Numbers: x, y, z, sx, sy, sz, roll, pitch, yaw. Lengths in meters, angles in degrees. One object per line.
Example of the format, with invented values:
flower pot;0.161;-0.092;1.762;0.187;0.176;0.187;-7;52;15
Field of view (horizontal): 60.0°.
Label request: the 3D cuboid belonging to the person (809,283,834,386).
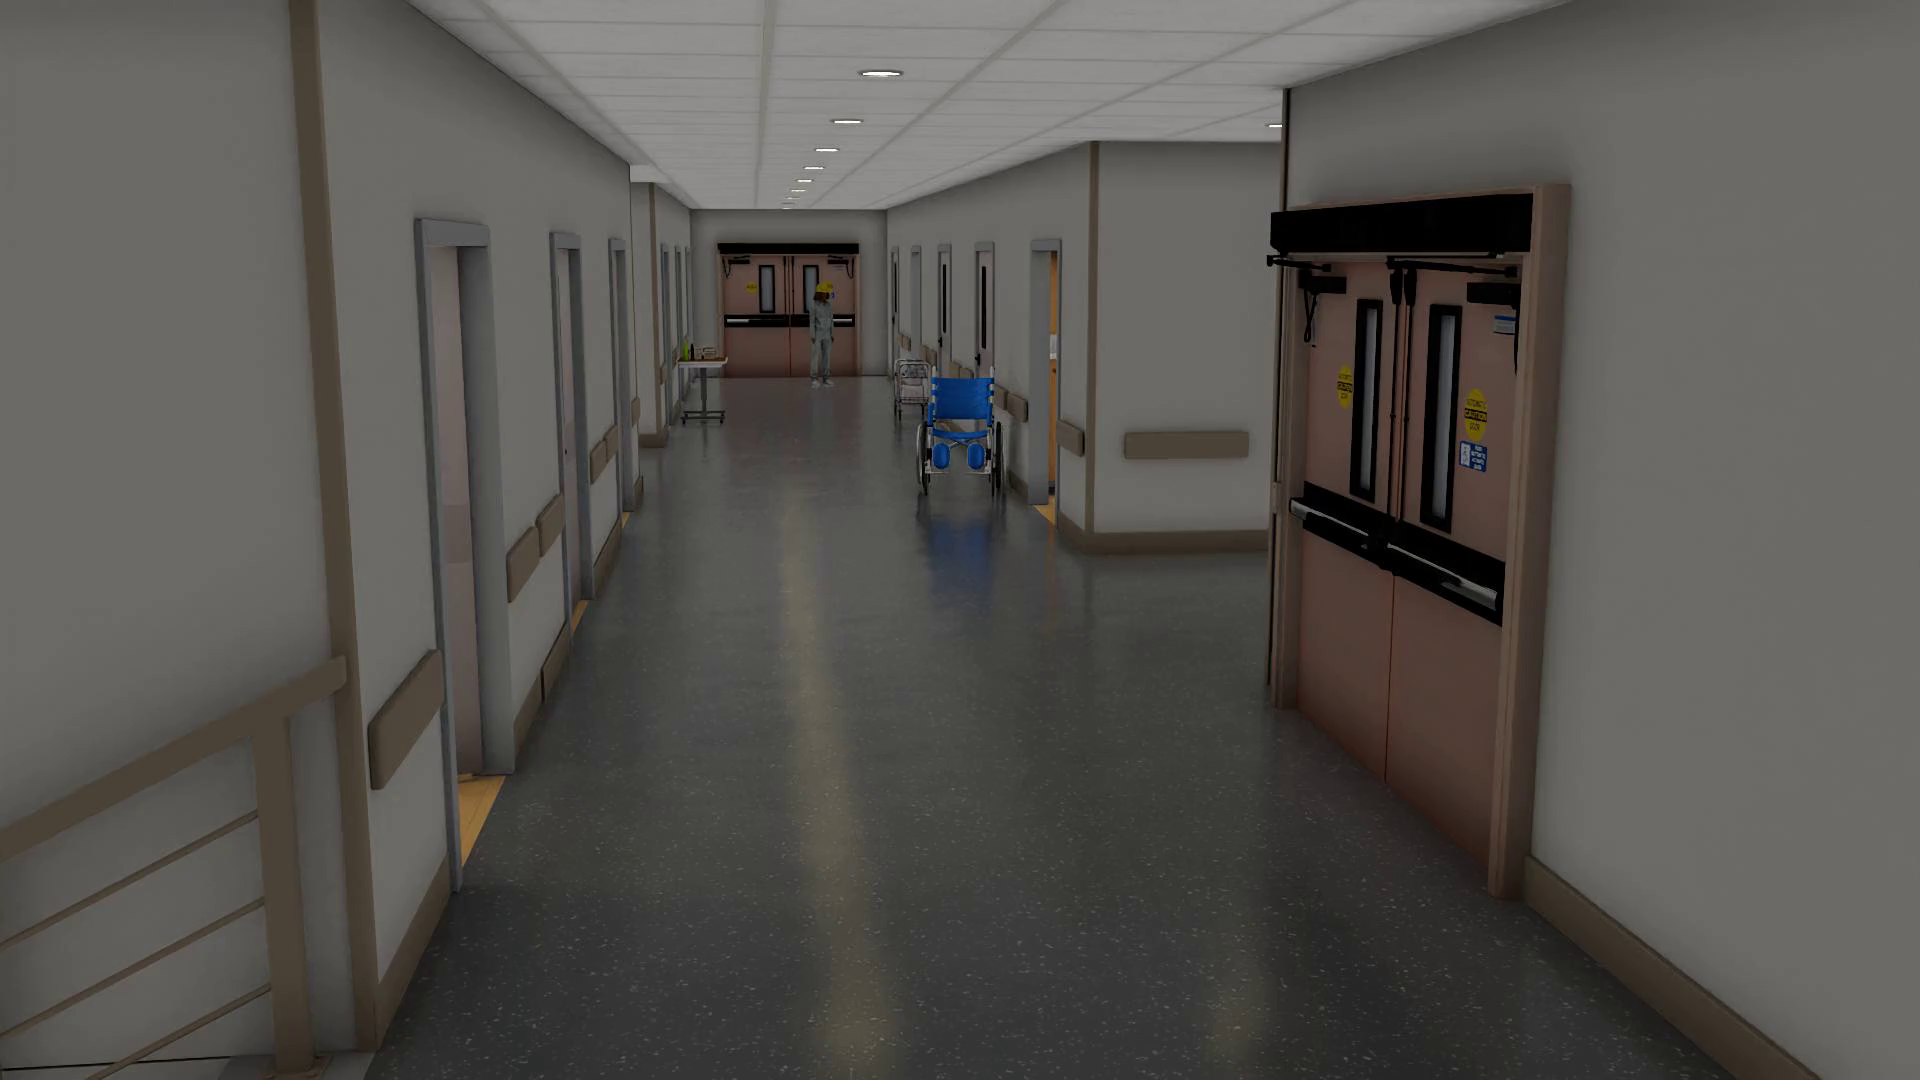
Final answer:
person;-2.334;-3.479;28.184;0.480;1.734;0.332;-9;14;-44
